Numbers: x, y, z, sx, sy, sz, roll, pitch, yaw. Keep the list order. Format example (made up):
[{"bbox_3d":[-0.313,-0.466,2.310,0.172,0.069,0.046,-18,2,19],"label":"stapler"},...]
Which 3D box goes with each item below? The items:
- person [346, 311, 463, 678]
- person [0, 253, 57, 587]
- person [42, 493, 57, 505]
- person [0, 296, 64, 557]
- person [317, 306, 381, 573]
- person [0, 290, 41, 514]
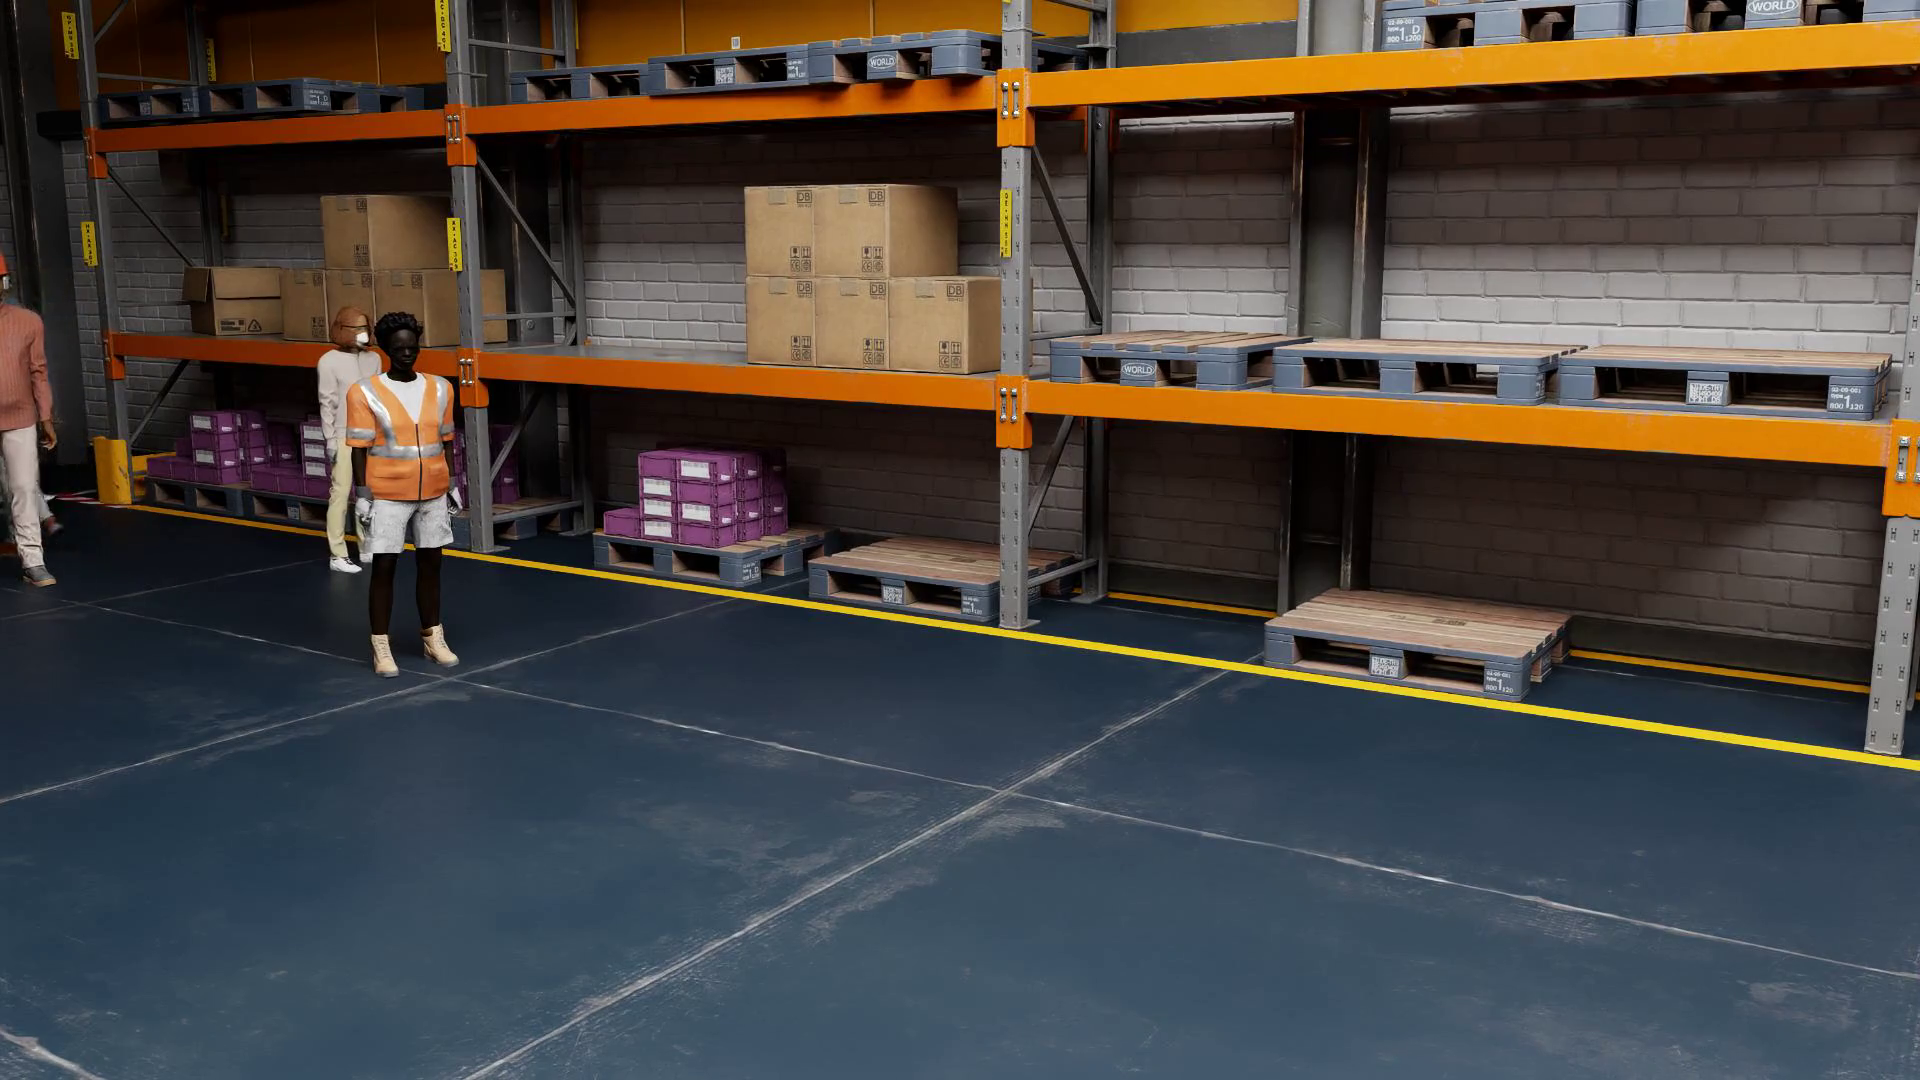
[{"bbox_3d":[-2.583,-0.215,7.774,0.540,1.695,0.317,-9,14,-42],"label":"person"},{"bbox_3d":[-5.555,-0.694,9.598,0.608,1.996,0.379,-10,14,-43],"label":"person"},{"bbox_3d":[-7.326,-1.136,12.423,0.864,1.863,0.646,3,11,18],"label":"person"},{"bbox_3d":[-6.094,-0.826,10.547,0.434,1.920,0.654,1,10,7],"label":"person"},{"bbox_3d":[-3.715,-0.617,10.209,0.284,1.627,0.493,5,11,24],"label":"person"},{"bbox_3d":[-7.153,-1.115,12.382,0.404,1.832,0.600,7,12,35],"label":"person"}]
